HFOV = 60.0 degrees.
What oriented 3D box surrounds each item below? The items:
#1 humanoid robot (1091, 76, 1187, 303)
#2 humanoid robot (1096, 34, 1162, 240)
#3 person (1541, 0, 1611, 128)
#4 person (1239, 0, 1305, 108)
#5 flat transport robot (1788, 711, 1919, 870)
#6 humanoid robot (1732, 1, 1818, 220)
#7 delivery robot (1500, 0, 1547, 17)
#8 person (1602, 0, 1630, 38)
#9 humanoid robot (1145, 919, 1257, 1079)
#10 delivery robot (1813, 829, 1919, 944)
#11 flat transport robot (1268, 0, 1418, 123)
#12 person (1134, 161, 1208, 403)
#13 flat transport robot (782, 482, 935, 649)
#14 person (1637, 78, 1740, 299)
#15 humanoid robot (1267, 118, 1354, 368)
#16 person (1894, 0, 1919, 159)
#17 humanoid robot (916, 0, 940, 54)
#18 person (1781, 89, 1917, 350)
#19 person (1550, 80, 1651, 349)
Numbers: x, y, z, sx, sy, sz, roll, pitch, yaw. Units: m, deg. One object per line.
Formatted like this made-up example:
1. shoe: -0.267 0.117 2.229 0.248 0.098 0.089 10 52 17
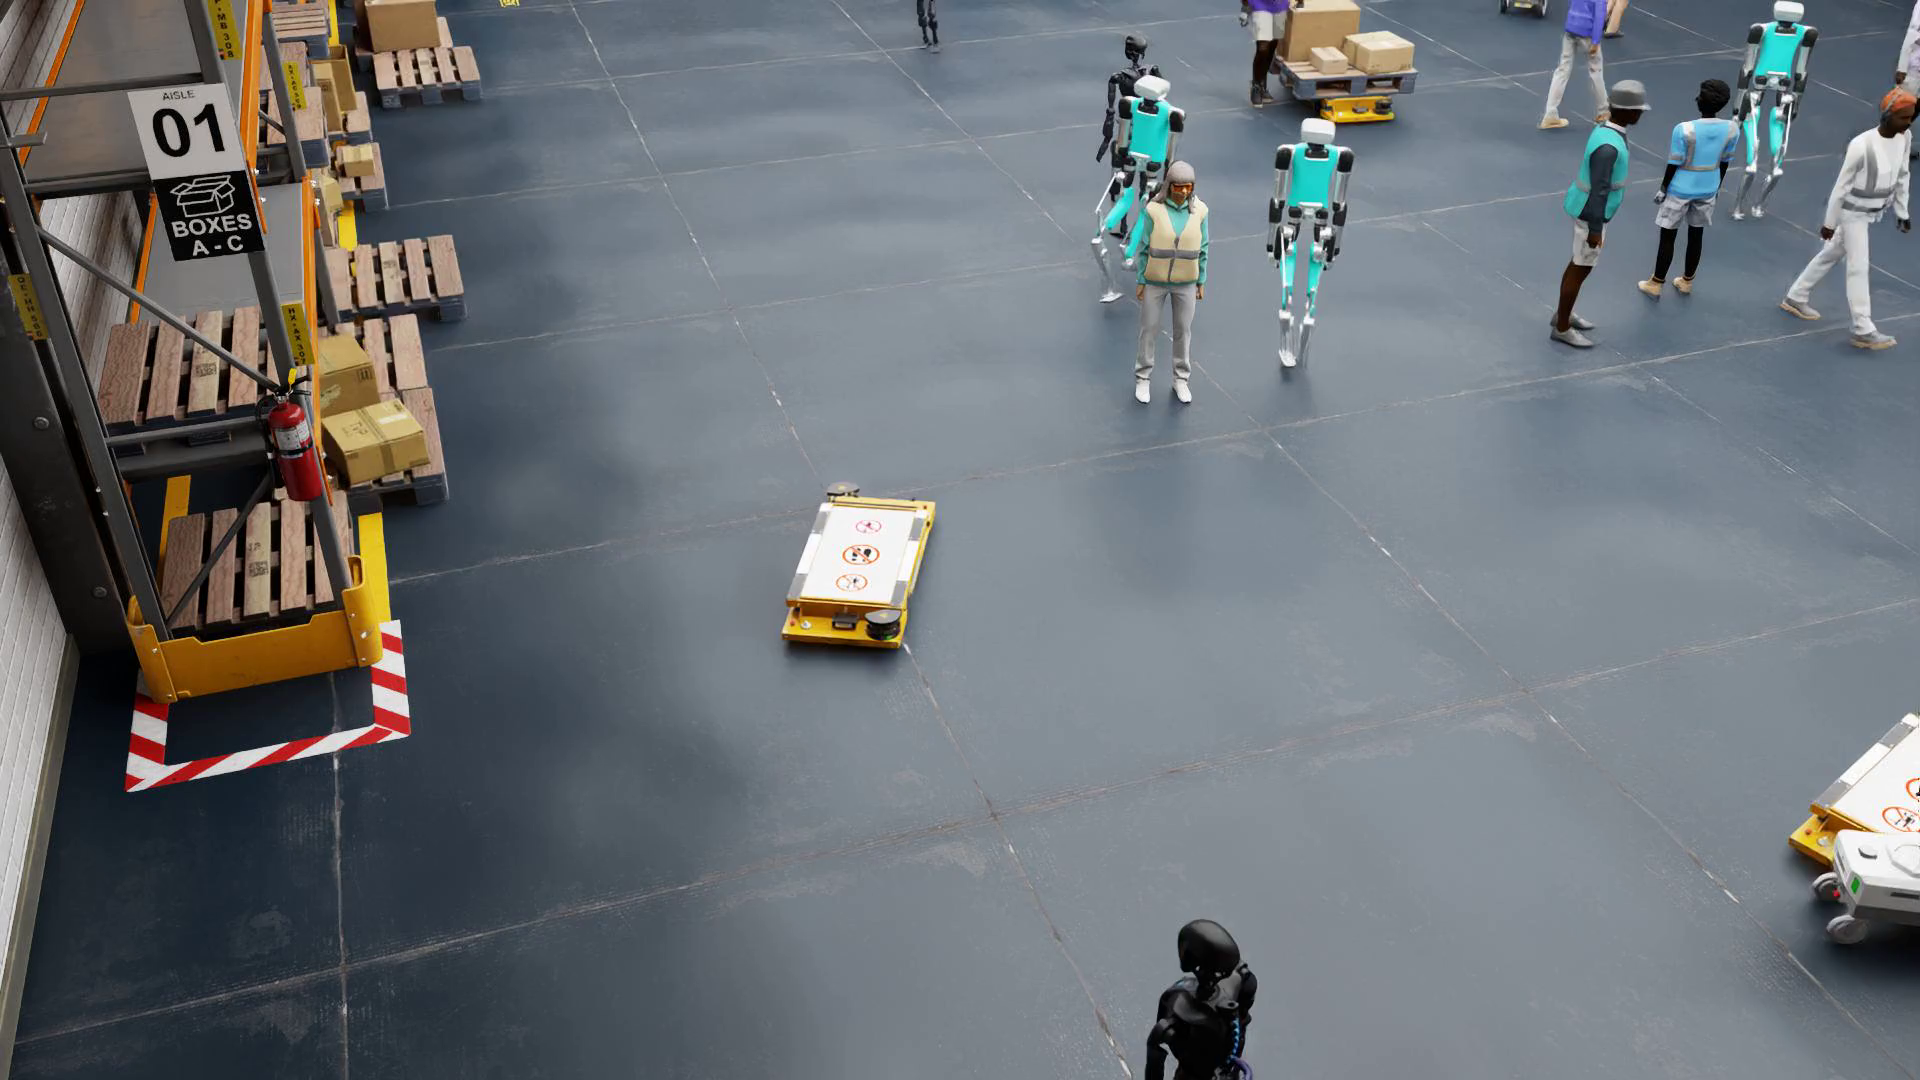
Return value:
1. humanoid robot: 1.279 -2.532 12.421 0.559 1.742 1.039 19 38 26
2. humanoid robot: 1.409 -3.309 13.632 0.599 1.657 0.315 -19 37 -26
3. person: 6.038 -4.890 15.949 0.906 1.816 0.478 -19 38 -26
4. person: 3.086 -5.237 16.364 0.651 1.933 0.594 -11 35 -17
5. flat transport robot: 4.629 1.250 7.942 1.431 0.231 0.659 -25 41 -33
6. humanoid robot: 6.770 -3.516 13.941 0.539 1.817 0.765 7 34 11
7. delivery robot: 6.686 -6.484 19.551 0.499 0.606 0.807 15 36 21
8. person: 7.445 -6.381 18.371 0.434 1.651 0.495 -15 36 -21
9. humanoid robot: 0.811 1.958 5.575 0.597 1.646 0.465 -28 42 -36
10. delivery robot: 4.216 1.526 7.273 0.814 0.612 0.499 6 34 9
11. flat transport robot: 3.811 -4.535 16.814 0.659 0.231 1.431 -6 34 -8
12. person: 1.418 -1.737 11.209 0.465 1.706 0.367 -1 33 -2
13. flat transport robot: -0.565 0.130 9.659 0.659 0.231 1.431 4 33 6
14. person: 5.538 -2.654 12.619 0.540 1.696 0.315 -5 33 -8
15. humanoid robot: 2.398 -1.914 11.519 0.535 1.866 0.758 2 33 3
16. person: 8.631 -4.275 14.934 0.680 1.894 0.396 -15 36 -21
17. humanoid robot: -0.379 -6.118 17.956 0.616 1.642 0.462 13 35 19
18. person: 6.554 -2.335 12.006 0.587 1.830 0.982 -19 38 -27
19. person: 4.550 -2.344 11.926 0.434 1.937 0.564 11 35 17
